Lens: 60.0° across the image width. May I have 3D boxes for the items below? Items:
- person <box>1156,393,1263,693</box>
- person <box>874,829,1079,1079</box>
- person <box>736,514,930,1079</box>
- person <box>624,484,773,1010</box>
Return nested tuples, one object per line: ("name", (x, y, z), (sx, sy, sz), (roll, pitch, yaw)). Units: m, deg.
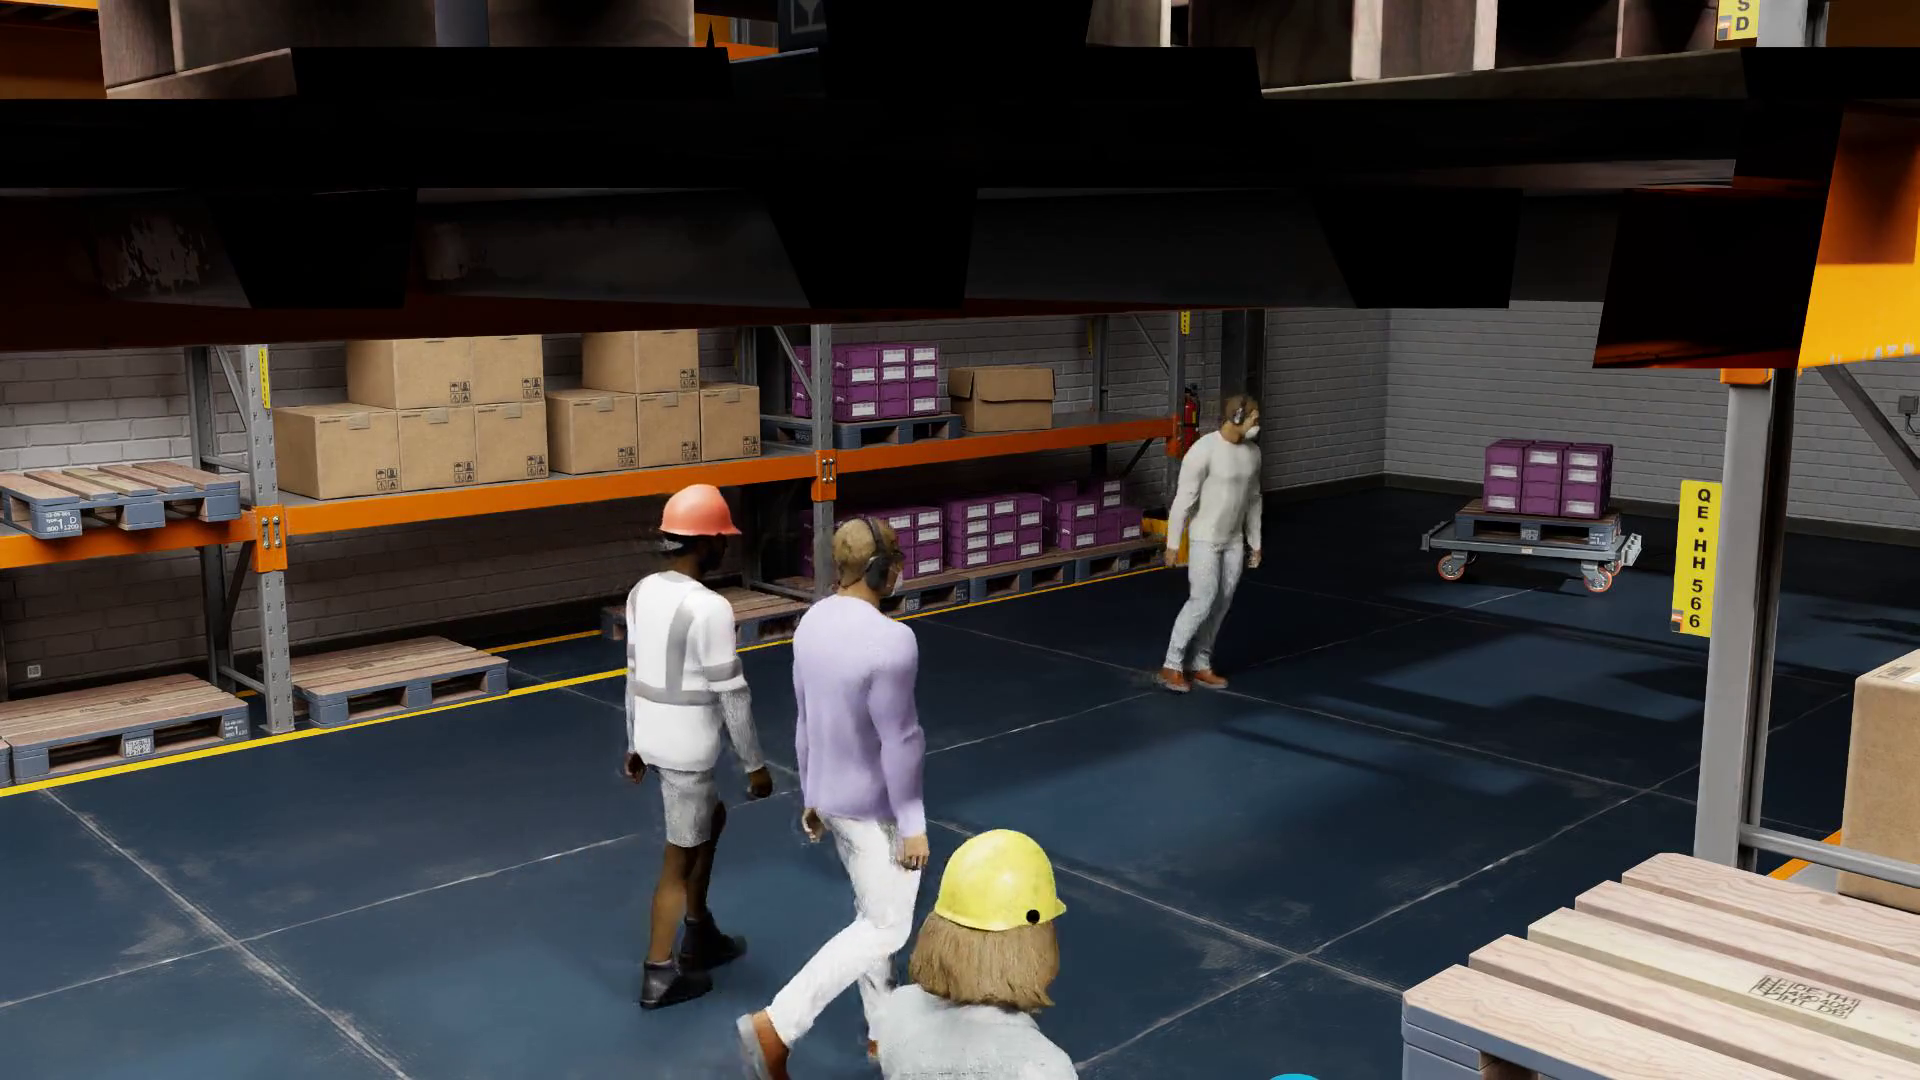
("person", (1.621, 0.018, 10.452), (0.655, 1.897, 0.481), (-8, 13, -40))
("person", (-0.003, 1.380, 2.999), (0.488, 1.723, 0.510), (9, 13, 42))
("person", (-0.381, 0.866, 5.423), (0.756, 1.916, 0.632), (-6, 11, -30))
("person", (-0.943, 0.749, 6.139), (0.716, 1.912, 0.560), (-7, 12, -37))
